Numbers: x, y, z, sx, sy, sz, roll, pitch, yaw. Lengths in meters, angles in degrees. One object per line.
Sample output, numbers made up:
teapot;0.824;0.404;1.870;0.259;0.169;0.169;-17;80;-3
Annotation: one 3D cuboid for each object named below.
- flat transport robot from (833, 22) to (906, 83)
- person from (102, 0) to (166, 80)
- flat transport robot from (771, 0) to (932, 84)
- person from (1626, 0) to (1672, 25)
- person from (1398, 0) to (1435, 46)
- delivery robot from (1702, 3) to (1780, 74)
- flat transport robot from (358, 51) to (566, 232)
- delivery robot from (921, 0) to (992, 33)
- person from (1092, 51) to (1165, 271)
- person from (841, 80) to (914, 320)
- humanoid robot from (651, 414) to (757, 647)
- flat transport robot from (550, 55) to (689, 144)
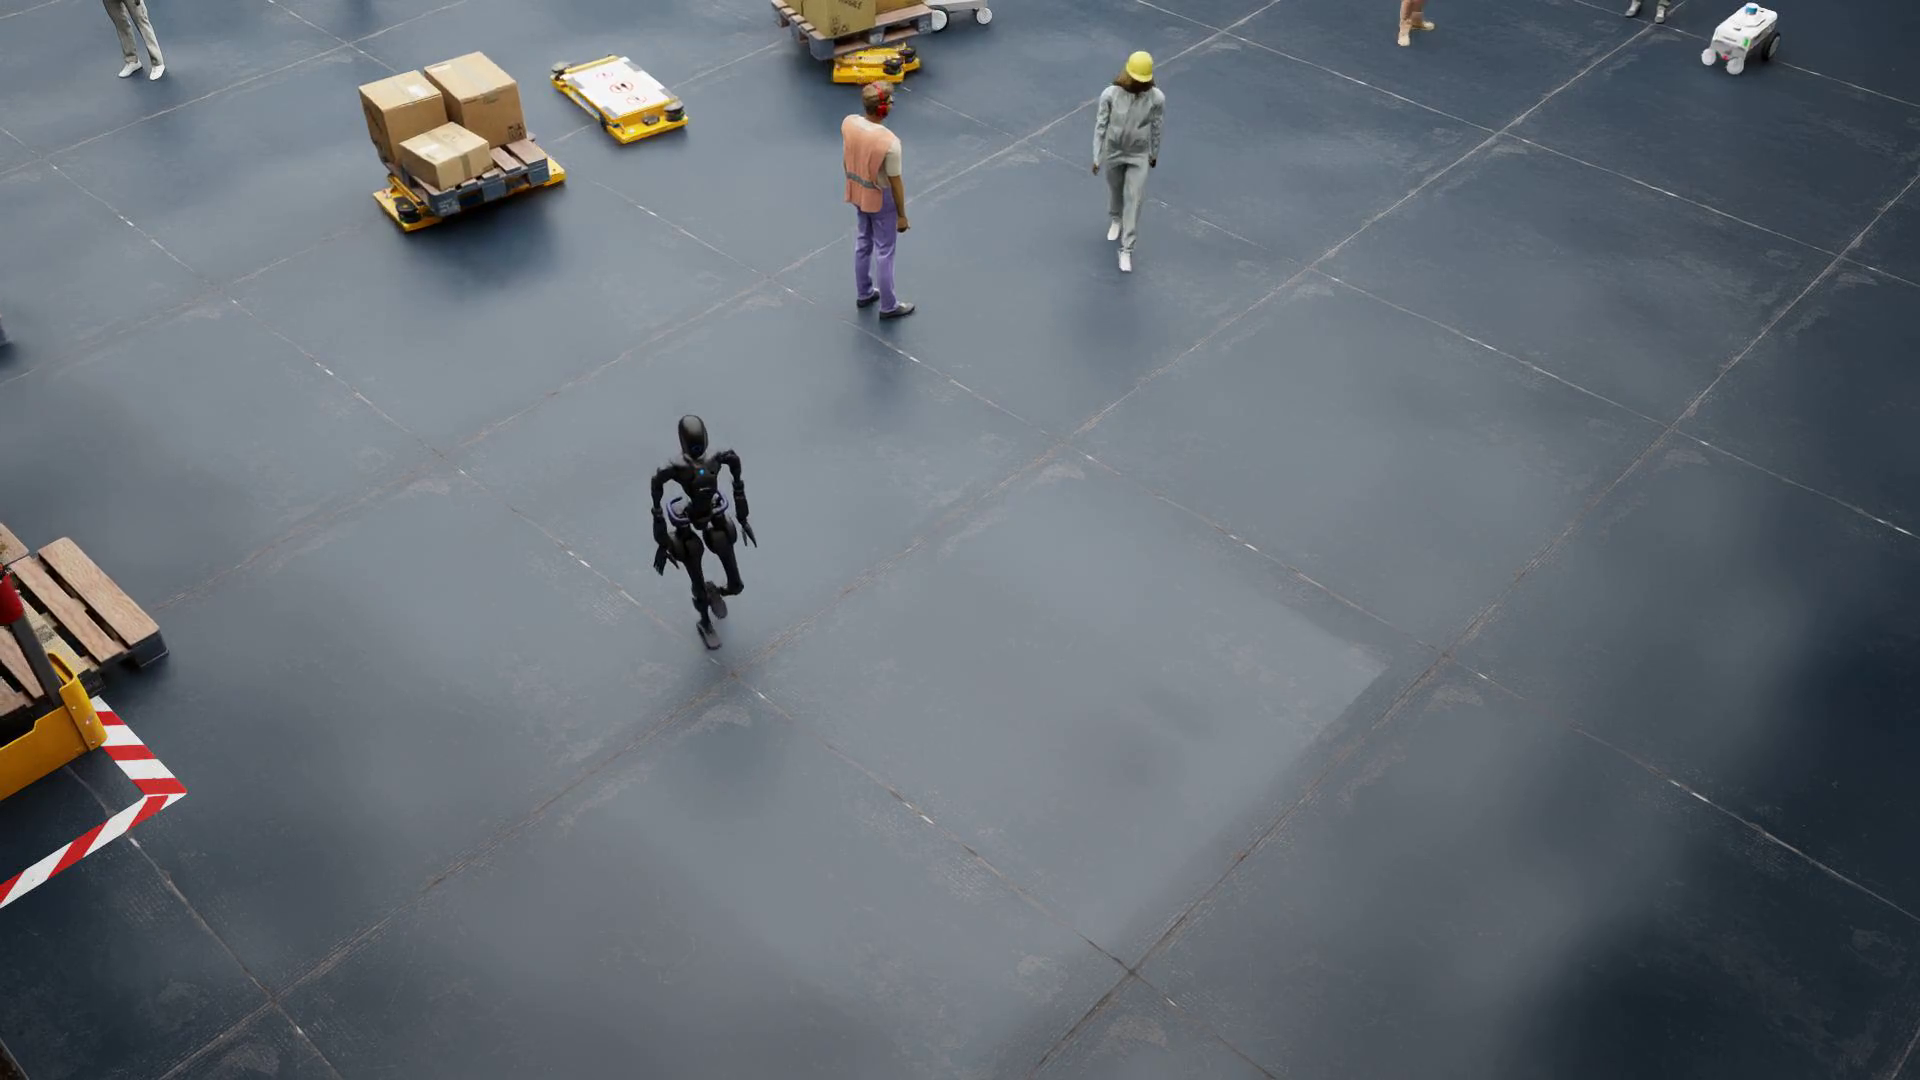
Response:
flat transport robot;-0.851;-4.748;15.803;0.659;0.231;1.431;0;42;0
person;-7.612;-4.974;15.028;0.512;1.640;0.306;8;43;9
flat transport robot;-1.011;-4.773;15.831;0.659;0.231;1.431;-21;46;-22
person;6.791;-5.894;15.911;0.574;1.830;0.412;18;45;19
person;4.366;-5.507;15.578;0.657;1.707;0.371;-16;44;-17
delivery robot;7.325;-4.735;15.562;0.515;0.577;0.746;31;50;30
flat transport robot;-4.086;-2.992;13.851;1.431;0.231;0.659;-27;49;-27
delivery robot;-0.082;-5.312;16.199;0.747;0.572;0.499;-10;43;-11
person;1.266;-2.913;12.699;0.507;1.691;0.898;6;42;7
person;-0.618;-2.445;12.069;0.571;1.841;0.373;34;52;32
humanoid robot;-1.502;-0.083;9.564;0.612;1.640;0.394;-20;46;-20
flat transport robot;-3.082;-4.003;14.975;0.659;0.231;1.431;-26;48;-26
